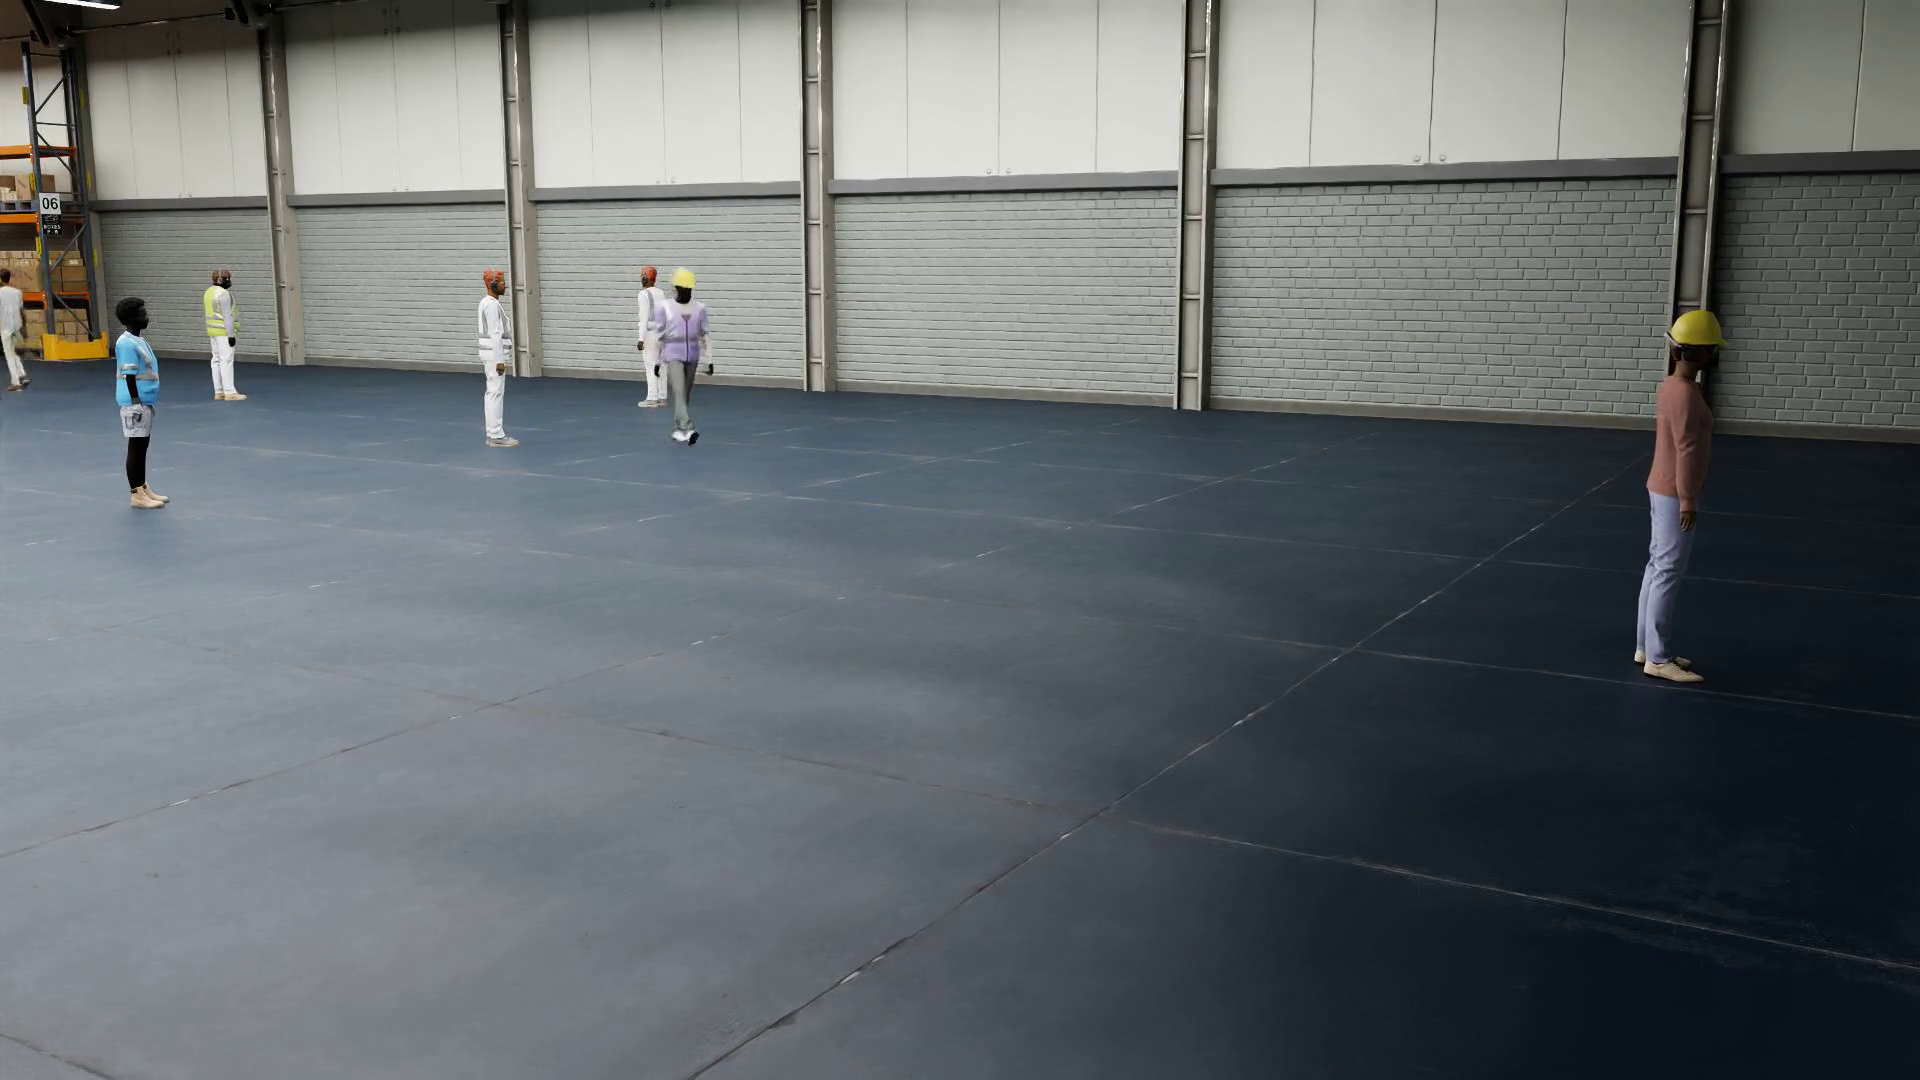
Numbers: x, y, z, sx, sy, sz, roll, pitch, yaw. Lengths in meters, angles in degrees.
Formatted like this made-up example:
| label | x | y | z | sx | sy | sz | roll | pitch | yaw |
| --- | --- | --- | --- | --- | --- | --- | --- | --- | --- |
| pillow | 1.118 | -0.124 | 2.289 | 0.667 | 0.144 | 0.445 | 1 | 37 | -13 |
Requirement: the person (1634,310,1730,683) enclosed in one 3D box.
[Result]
| label | x | y | z | sx | sy | sz | roll | pitch | yaw |
| --- | --- | --- | --- | --- | --- | --- | --- | --- | --- |
| person | 3.466 | -0.211 | 7.980 | 0.315 | 1.767 | 0.535 | 3 | 10 | 15 |

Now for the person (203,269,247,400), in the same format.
| label | x | y | z | sx | sy | sz | roll | pitch | yaw |
| --- | --- | --- | --- | --- | --- | --- | --- | --- | --- |
| person | -10.364 | -2.883 | 23.416 | 0.624 | 1.841 | 0.430 | 9 | 13 | 43 |

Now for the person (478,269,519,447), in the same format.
| label | x | y | z | sx | sy | sz | roll | pitch | yaw |
| --- | --- | --- | --- | --- | --- | --- | --- | --- | --- |
| person | -4.935 | -1.931 | 17.704 | 0.347 | 1.883 | 0.584 | -4 | 10 | -22 |

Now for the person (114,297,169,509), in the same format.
| label | x | y | z | sx | sy | sz | roll | pitch | yaw |
| --- | --- | --- | --- | --- | --- | --- | --- | --- | --- |
| person | -6.608 | -1.102 | 13.392 | 0.318 | 1.700 | 0.534 | -3 | 10 | -17 |

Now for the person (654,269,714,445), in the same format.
| label | x | y | z | sx | sy | sz | roll | pitch | yaw |
| --- | --- | --- | --- | --- | --- | --- | --- | --- | --- |
| person | -2.937 | -1.955 | 17.874 | 0.604 | 1.865 | 0.991 | -6 | 11 | -32 |

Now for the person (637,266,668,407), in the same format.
| label | x | y | z | sx | sy | sz | roll | pitch | yaw |
| --- | --- | --- | --- | --- | --- | --- | --- | --- | --- |
| person | -4.144 | -2.726 | 22.356 | 0.341 | 1.882 | 0.587 | 4 | 10 | 22 |

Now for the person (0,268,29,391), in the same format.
| label | x | y | z | sx | sy | sz | roll | pitch | yaw |
| --- | --- | --- | --- | --- | --- | --- | --- | --- | --- |
| person | -14.307 | -3.153 | 24.982 | 0.435 | 1.852 | 0.514 | 3 | 10 | 19 |
